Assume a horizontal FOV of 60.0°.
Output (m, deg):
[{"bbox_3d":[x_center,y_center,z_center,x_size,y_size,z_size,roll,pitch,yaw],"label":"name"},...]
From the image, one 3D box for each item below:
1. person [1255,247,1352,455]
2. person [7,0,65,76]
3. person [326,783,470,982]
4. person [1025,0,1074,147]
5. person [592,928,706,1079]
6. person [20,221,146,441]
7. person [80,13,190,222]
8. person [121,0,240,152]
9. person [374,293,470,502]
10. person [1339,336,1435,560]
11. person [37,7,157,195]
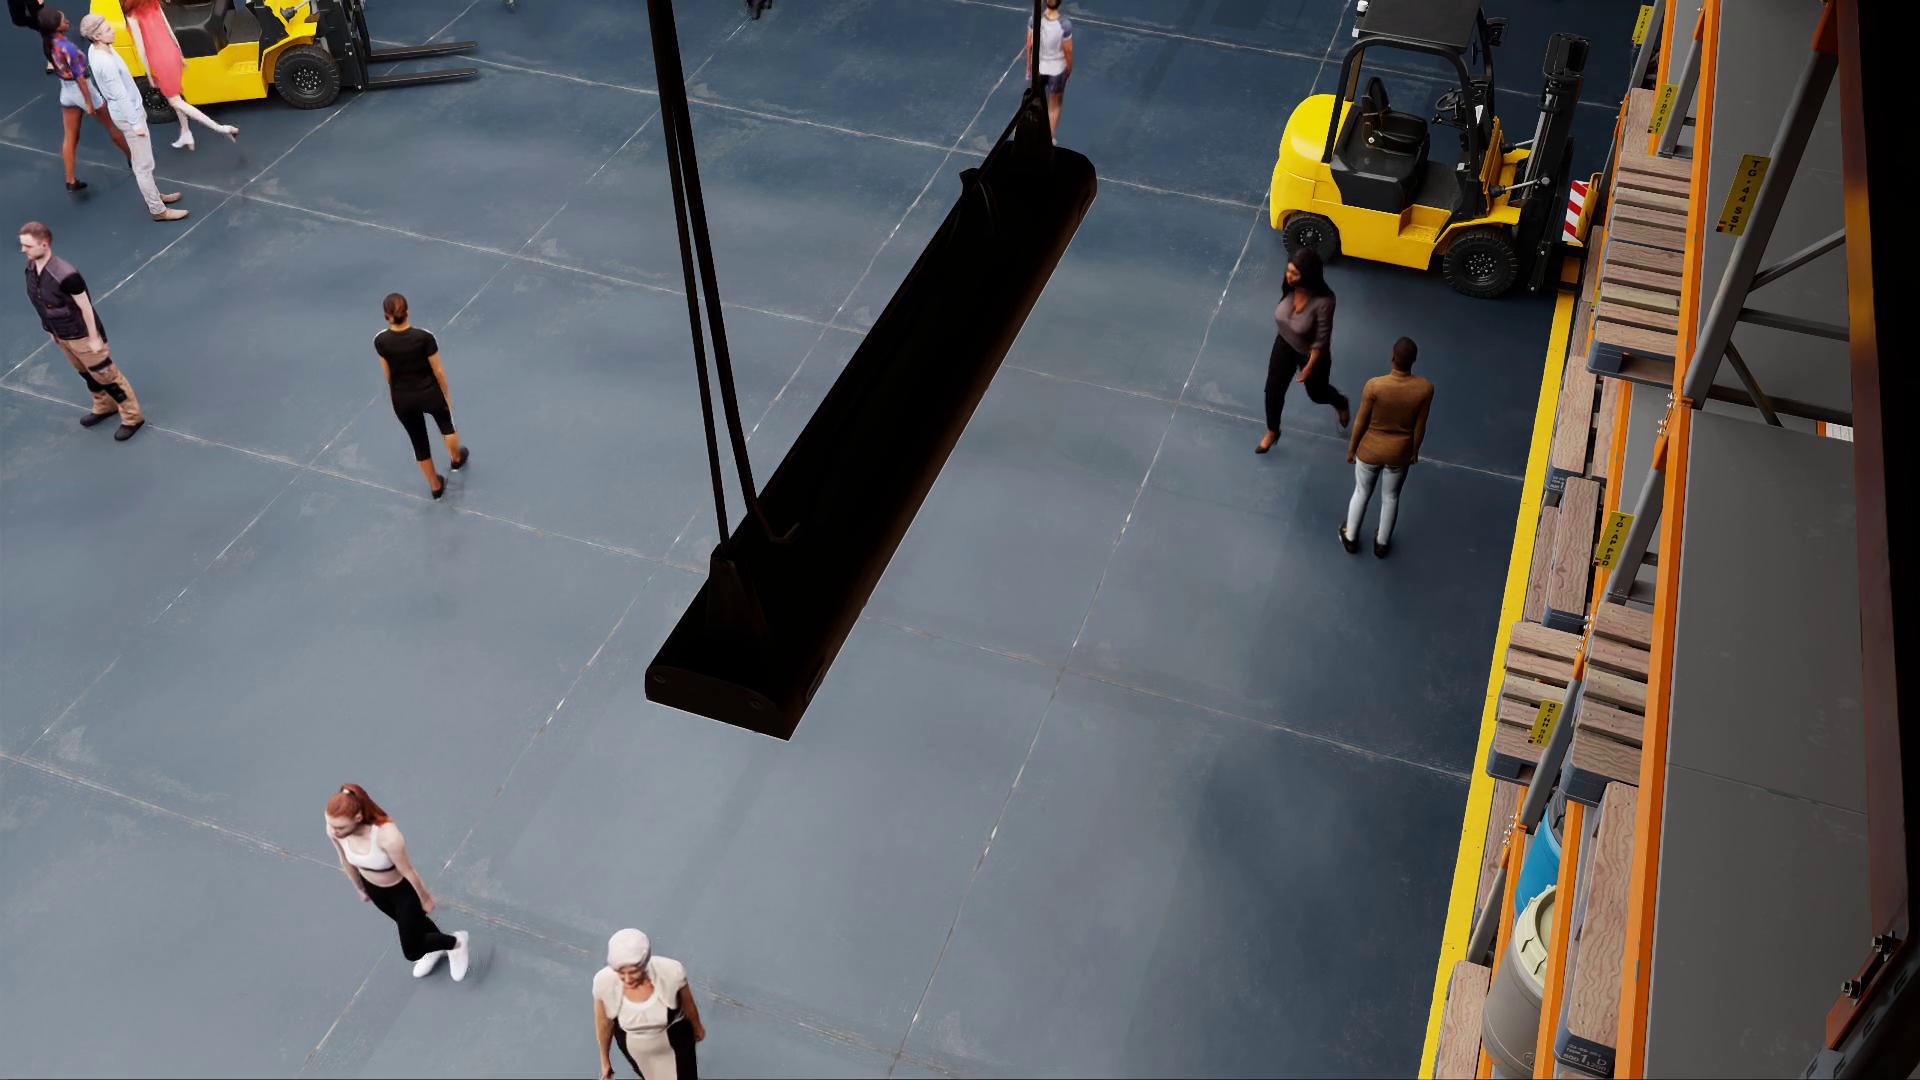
[{"bbox_3d":[2.566,-1.381,12.138,1.159,1.793,0.984,-33,53,-30],"label":"person"},{"bbox_3d":[-9.273,-5.500,16.566,0.656,1.649,0.759,9,44,10],"label":"person"},{"bbox_3d":[-2.973,1.827,8.820,0.595,1.726,0.619,14,45,14],"label":"person"},{"bbox_3d":[0.802,-4.301,15.337,0.590,1.608,0.605,10,45,10],"label":"person"},{"bbox_3d":[-1.499,2.380,8.236,0.840,1.730,0.987,-1,44,-1],"label":"person"},{"bbox_3d":[-6.523,-1.574,12.306,0.730,1.841,0.658,23,48,22],"label":"person"},{"bbox_3d":[-7.239,-3.689,14.488,0.802,1.893,0.749,-19,47,-19],"label":"person"},{"bbox_3d":[-7.191,-4.299,15.200,0.744,1.795,0.984,14,45,14],"label":"person"},{"bbox_3d":[-3.852,-0.966,11.809,0.795,1.646,0.896,-7,44,-7],"label":"person"},{"bbox_3d":[2.897,-0.611,11.312,0.672,1.816,0.620,6,44,6],"label":"person"},{"bbox_3d":[-7.920,-3.889,14.838,0.775,1.701,1.192,20,47,20],"label":"person"}]
